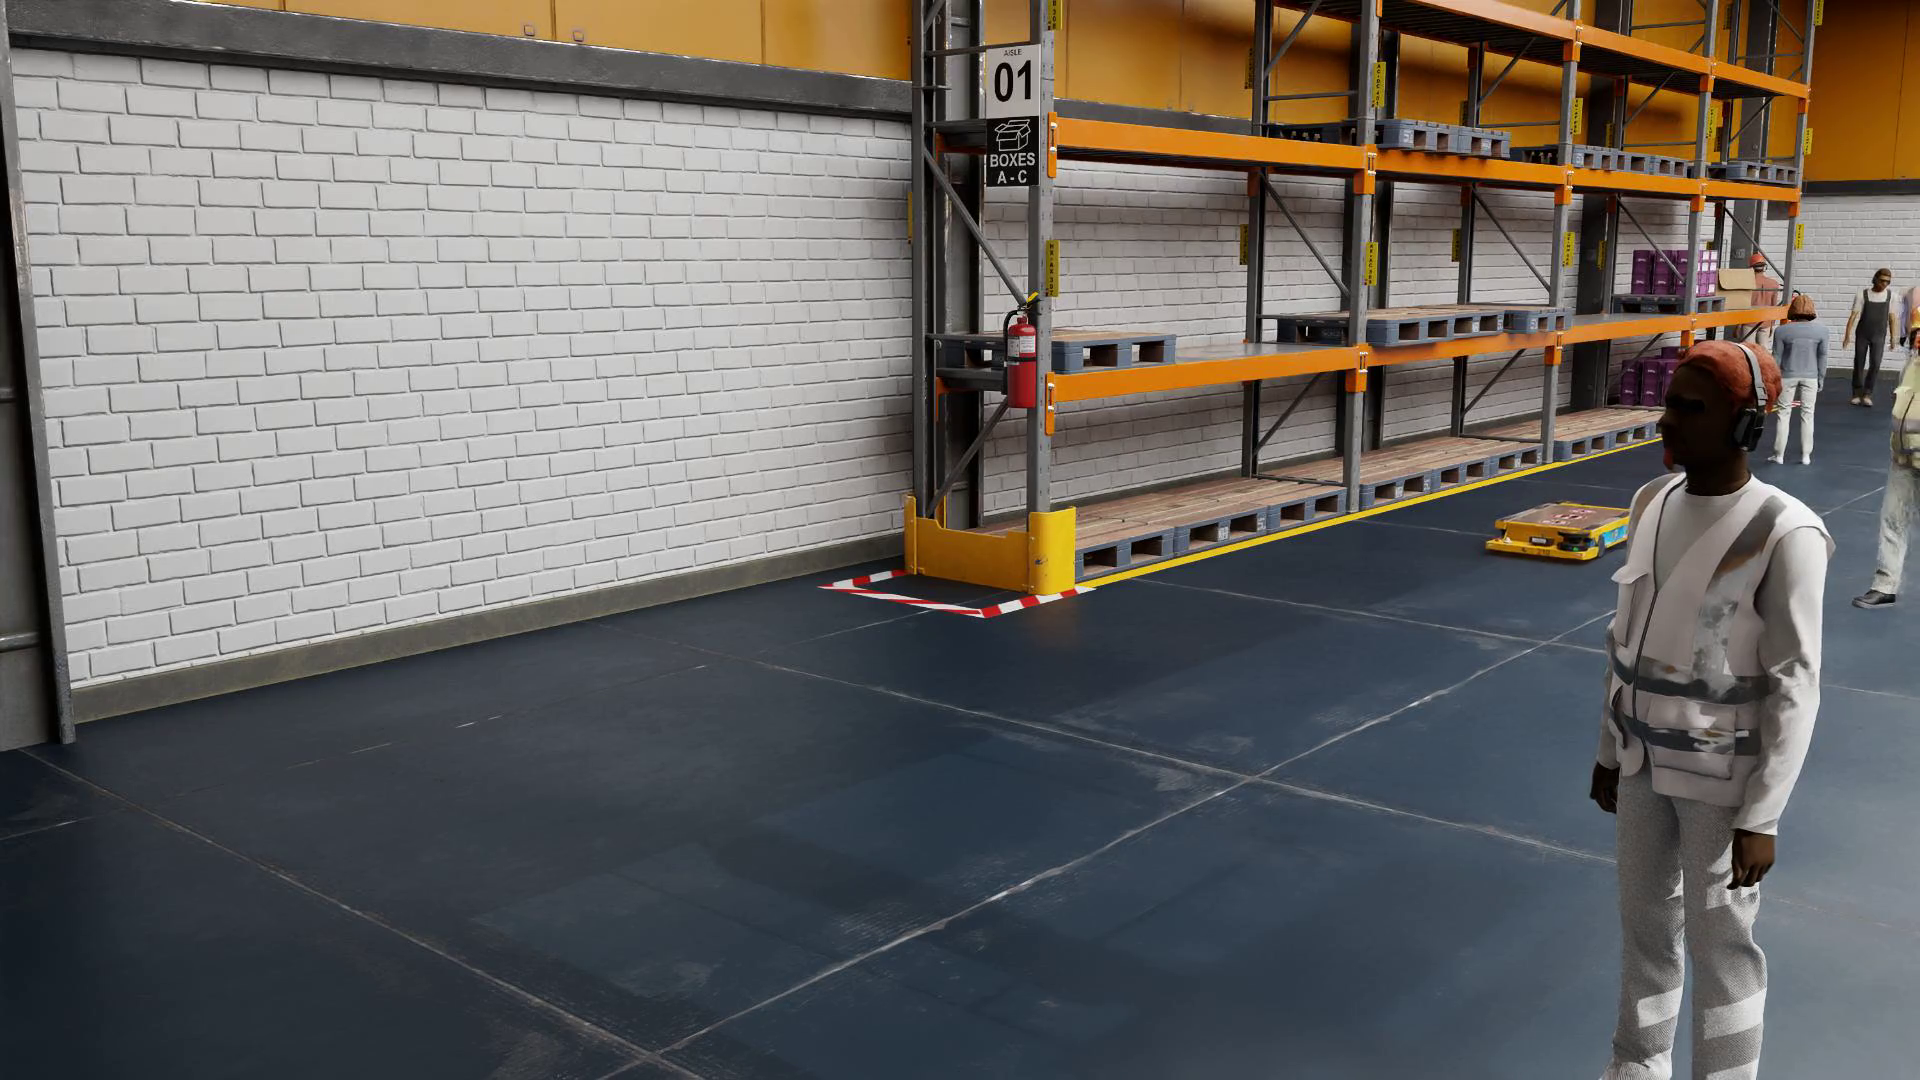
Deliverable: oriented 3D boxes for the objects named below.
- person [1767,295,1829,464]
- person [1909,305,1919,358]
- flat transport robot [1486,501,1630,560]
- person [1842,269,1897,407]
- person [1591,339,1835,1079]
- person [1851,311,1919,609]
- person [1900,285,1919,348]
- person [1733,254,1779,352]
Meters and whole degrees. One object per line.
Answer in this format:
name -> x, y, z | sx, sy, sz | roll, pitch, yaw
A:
person -> 8.059, -1.537, 16.016 | 0.500, 1.628, 0.277 | 3, 10, 17
person -> 11.947, -2.355, 20.507 | 0.531, 1.680, 0.407 | 2, 10, 11
flat transport robot -> 4.250, -0.080, 11.570 | 0.652, 0.197, 1.431 | 8, 13, 38
person -> 11.923, -2.641, 21.799 | 0.631, 1.793, 0.787 | 3, 10, 18
person -> 1.582, 0.510, 3.622 | 0.355, 1.885, 0.574 | -3, 10, -15
person -> 5.619, -0.486, 9.529 | 0.835, 1.802, 0.601 | -2, 10, -13
person -> 12.930, -2.719, 22.200 | 0.511, 1.818, 0.644 | -6, 12, -32
person -> 11.284, -3.054, 23.629 | 0.610, 1.985, 0.393 | -2, 10, -9
